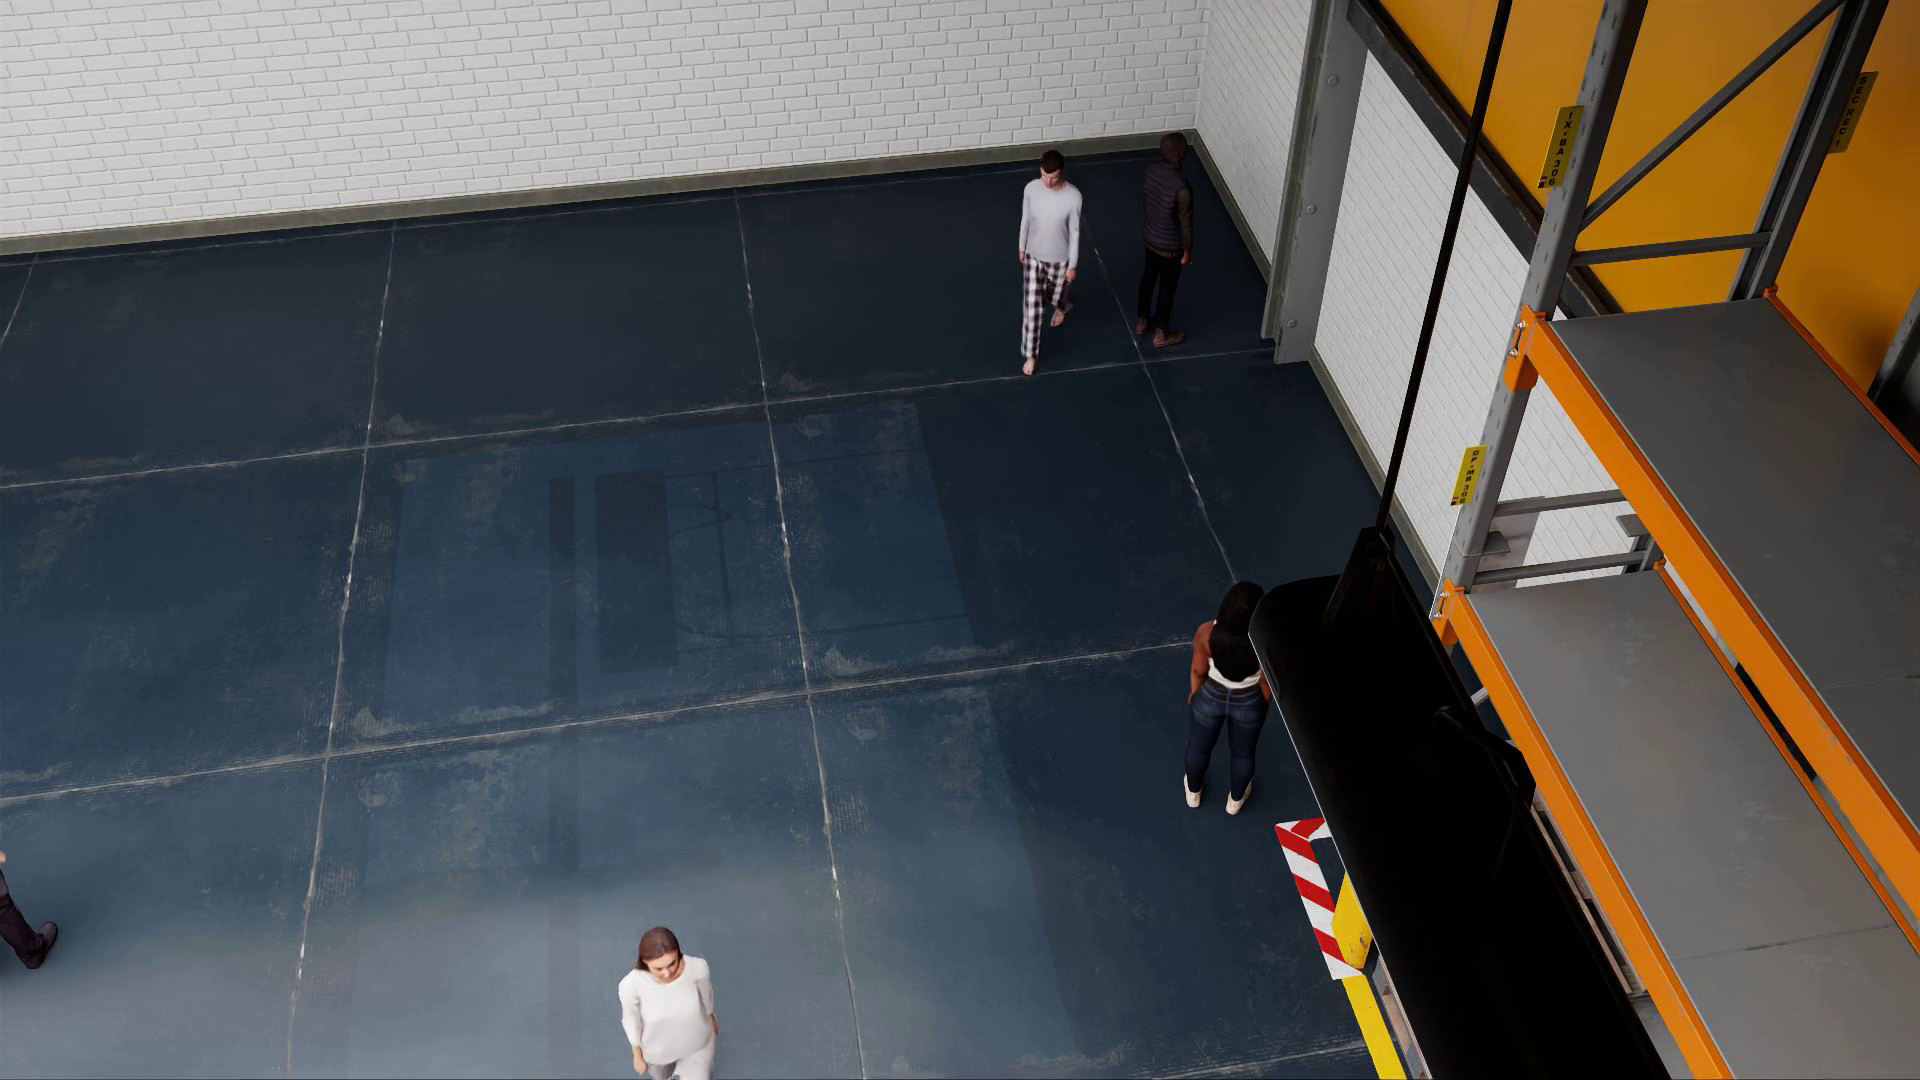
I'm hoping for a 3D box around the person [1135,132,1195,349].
[{"bbox_3d":[1.578,-2.323,12.843,0.832,1.836,0.677,-26,49,-24],"label":"person"}]

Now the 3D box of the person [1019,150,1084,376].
[{"bbox_3d":[0.719,-2.229,12.769,0.979,1.802,1.225,11,45,12],"label":"person"}]

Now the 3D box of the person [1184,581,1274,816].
[{"bbox_3d":[1.537,0.911,9.468,0.733,1.810,0.742,10,45,11],"label":"person"}]

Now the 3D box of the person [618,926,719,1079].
[{"bbox_3d":[-1.407,2.357,8.055,0.700,1.665,1.067,-13,45,-14],"label":"person"}]
